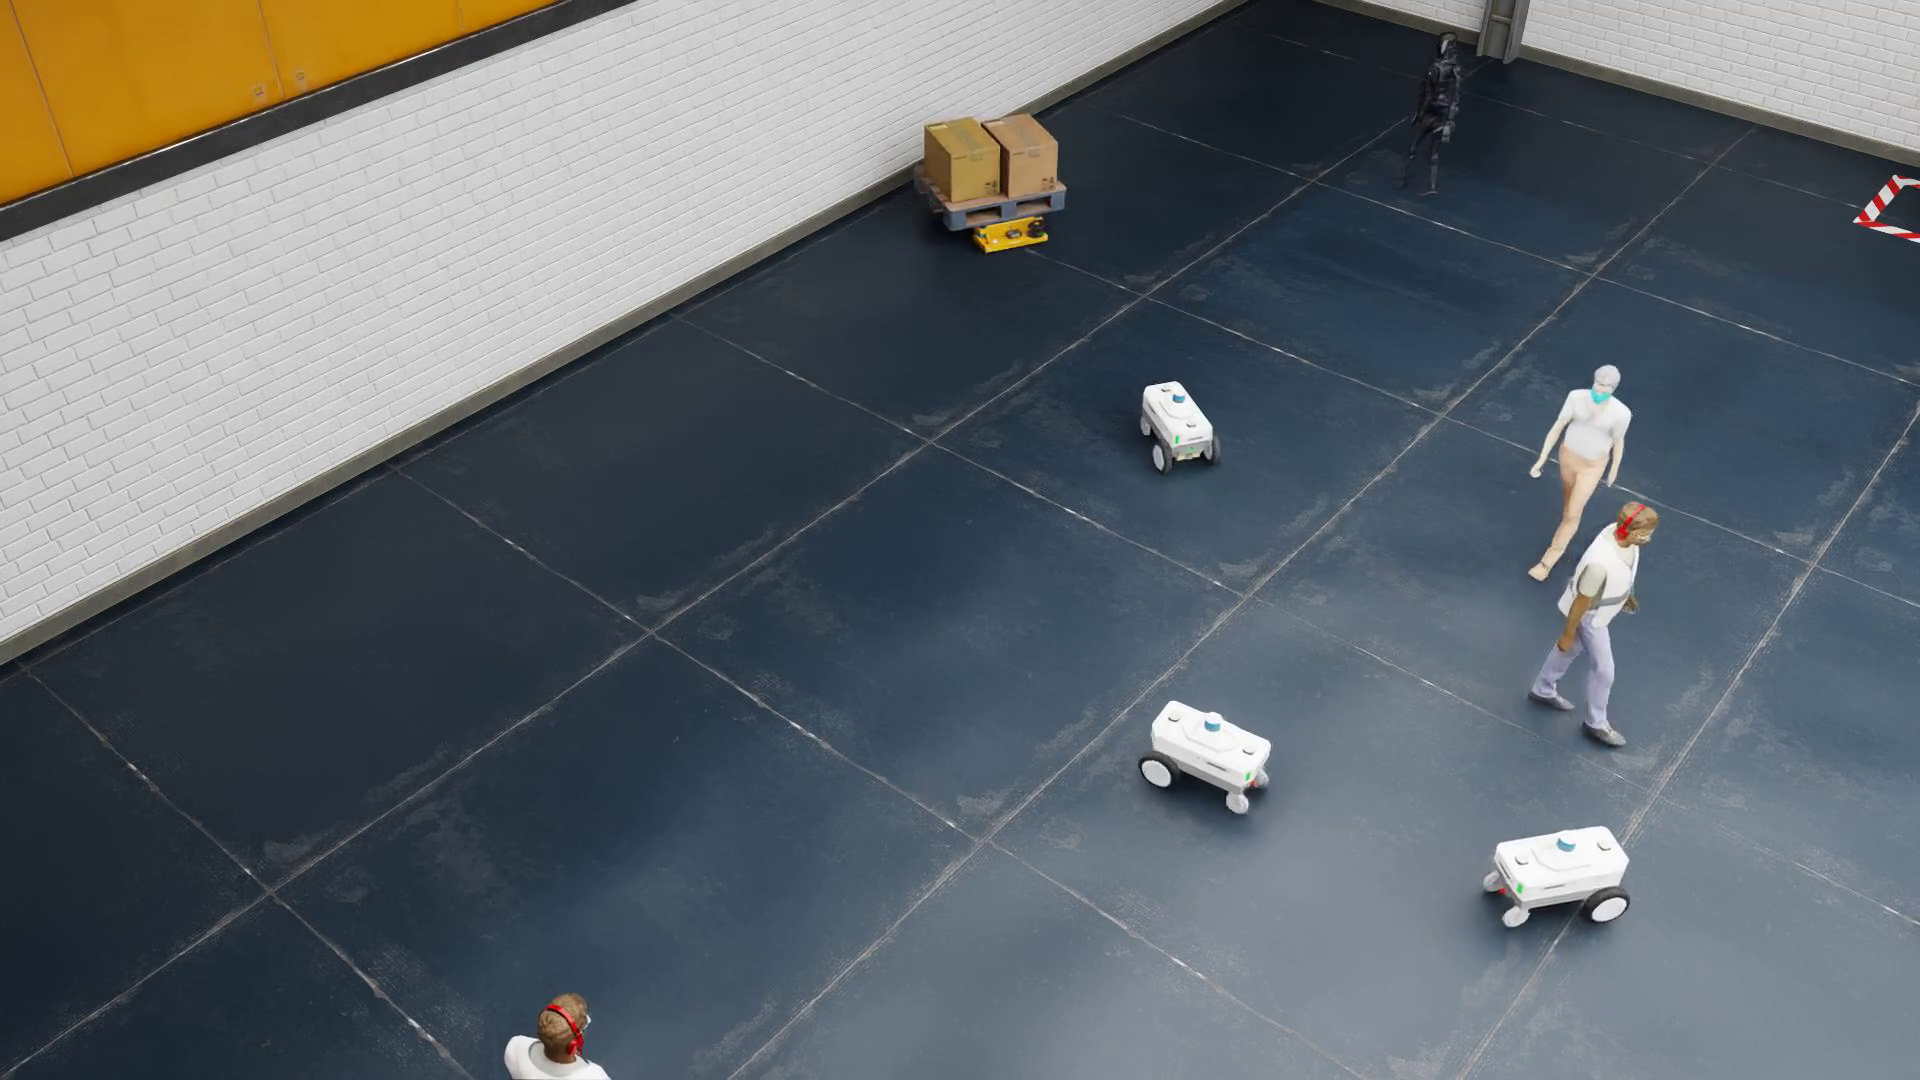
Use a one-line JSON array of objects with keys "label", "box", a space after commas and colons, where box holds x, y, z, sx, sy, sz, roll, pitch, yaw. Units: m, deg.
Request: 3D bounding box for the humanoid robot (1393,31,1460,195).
[{"label": "humanoid robot", "box": [4.657, -4.167, 16.339, 0.390, 1.650, 0.591, -18, 42, -21]}]

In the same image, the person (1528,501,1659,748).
[{"label": "person", "box": [4.093, 0.503, 10.422, 0.767, 1.814, 0.613, 23, 44, 26]}]

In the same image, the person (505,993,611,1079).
[{"label": "person", "box": [-1.757, 2.751, 7.629, 0.566, 1.833, 0.394, 17, 42, 20]}]

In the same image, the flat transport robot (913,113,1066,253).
[{"label": "flat transport robot", "box": [0.274, -3.265, 16.339, 0.659, 0.231, 1.431, -15, 41, -17]}]

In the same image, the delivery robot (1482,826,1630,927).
[{"label": "delivery robot", "box": [3.493, 1.929, 9.679, 0.812, 0.614, 0.499, -7, 39, -9]}]

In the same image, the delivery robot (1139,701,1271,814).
[{"label": "delivery robot", "box": [1.551, 1.320, 10.414, 0.789, 0.587, 0.499, 22, 44, 25]}]

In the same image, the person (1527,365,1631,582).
[{"label": "person", "box": [4.378, -0.528, 11.807, 0.468, 1.688, 0.931, 32, 49, 33]}]

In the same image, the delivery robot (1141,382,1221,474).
[{"label": "delivery robot", "box": [1.719, -0.929, 13.206, 0.499, 0.587, 0.777, -11, 40, -13]}]
